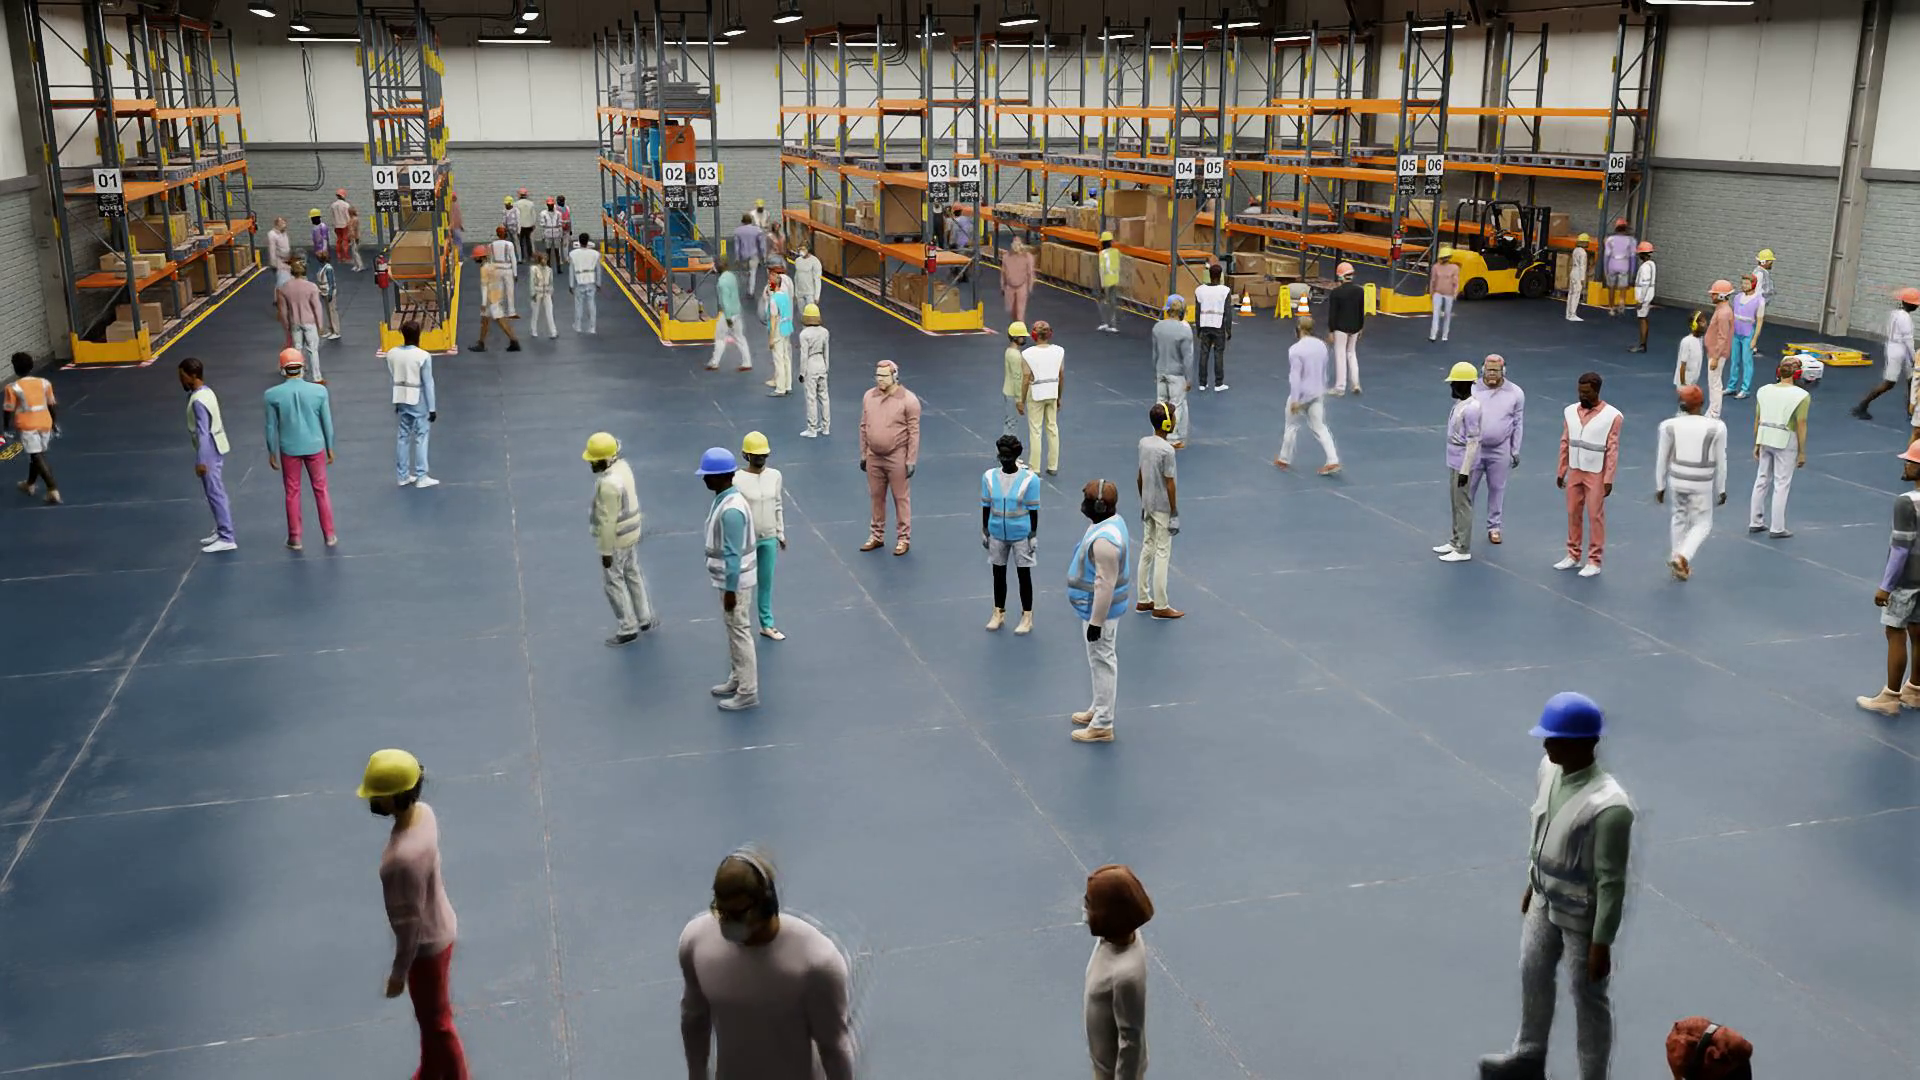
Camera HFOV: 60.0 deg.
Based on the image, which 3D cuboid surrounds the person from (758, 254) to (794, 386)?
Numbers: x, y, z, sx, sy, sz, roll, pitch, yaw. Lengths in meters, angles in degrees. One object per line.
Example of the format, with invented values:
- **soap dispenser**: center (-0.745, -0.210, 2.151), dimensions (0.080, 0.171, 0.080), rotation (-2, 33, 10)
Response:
- **person**: center (-2.864, -3.413, 25.780), dimensions (0.536, 2.000, 0.688), rotation (4, 15, 15)

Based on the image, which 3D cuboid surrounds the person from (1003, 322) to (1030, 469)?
- **person**: center (0.680, -1.747, 20.038), dimensions (0.319, 1.767, 0.534), rotation (-2, 15, -7)

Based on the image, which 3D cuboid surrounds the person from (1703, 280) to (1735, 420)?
- **person**: center (10.212, -2.511, 22.475), dimensions (0.382, 1.992, 0.622), rotation (6, 16, 22)

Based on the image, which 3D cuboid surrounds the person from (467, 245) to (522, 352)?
- **person**: center (-8.186, -4.225, 29.155), dimensions (0.923, 1.894, 0.546), rotation (-3, 15, -12)

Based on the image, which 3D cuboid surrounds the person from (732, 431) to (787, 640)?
- **person**: center (-1.646, -0.013, 13.512), dimensions (0.523, 1.769, 0.317), rotation (-12, 19, -38)

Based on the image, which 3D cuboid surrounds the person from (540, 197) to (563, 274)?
- **person**: center (-10.348, -7.726, 42.200), dimensions (0.545, 1.942, 0.354), rotation (-5, 16, -20)

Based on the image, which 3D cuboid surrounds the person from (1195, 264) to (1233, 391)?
- **person**: center (3.856, -3.233, 25.340), dimensions (0.593, 1.918, 0.391), rotation (8, 17, 28)

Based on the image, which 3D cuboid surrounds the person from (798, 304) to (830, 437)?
- **person**: center (-1.936, -2.232, 21.907), dimensions (0.305, 1.743, 0.494), rotation (13, 20, 40)

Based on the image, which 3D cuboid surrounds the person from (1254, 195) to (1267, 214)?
- **person**: center (8.388, -8.844, 46.847), dimensions (0.494, 1.723, 0.732), rotation (2, 15, 8)

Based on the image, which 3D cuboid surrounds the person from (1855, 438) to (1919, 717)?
- **person**: center (6.820, 0.259, 11.946), dimensions (0.614, 2.047, 0.357), rotation (-8, 17, -26)

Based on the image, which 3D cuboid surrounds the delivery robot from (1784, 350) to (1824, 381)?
- **delivery robot**: center (13.053, -2.694, 25.741), dimensions (0.477, 0.478, 0.707), rotation (0, 15, 1)

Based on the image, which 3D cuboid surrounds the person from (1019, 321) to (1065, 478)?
- **person**: center (0.961, -1.640, 19.481), dimensions (0.563, 1.847, 0.390), rotation (-8, 17, -26)

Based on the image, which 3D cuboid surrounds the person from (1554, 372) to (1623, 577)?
- **person**: center (5.870, -0.629, 15.567), dimensions (0.405, 1.906, 0.603), rotation (-10, 18, -34)

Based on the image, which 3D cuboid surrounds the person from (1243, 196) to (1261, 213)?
- **person**: center (8.021, -8.557, 45.721), dimensions (0.569, 1.738, 0.449), rotation (-6, 16, -23)

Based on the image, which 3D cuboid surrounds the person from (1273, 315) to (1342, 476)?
- **person**: center (4.147, -1.696, 19.659), dimensions (0.680, 1.885, 0.993), rotation (-9, 18, -32)

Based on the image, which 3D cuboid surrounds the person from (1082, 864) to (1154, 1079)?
- **person**: center (0.575, 1.979, 6.270), dimensions (0.269, 1.631, 0.509), rotation (0, 15, -1)

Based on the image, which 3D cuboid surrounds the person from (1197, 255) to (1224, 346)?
- **person**: center (4.527, -4.313, 29.946), dimensions (0.267, 1.632, 0.507), rotation (-12, 19, -38)

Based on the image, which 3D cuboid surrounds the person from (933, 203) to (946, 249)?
- **person**: center (-0.612, -8.221, 44.281), dimensions (0.506, 1.835, 0.362), rotation (-3, 15, -10)

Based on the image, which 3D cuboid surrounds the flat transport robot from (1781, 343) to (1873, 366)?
- **flat transport robot**: center (14.726, -3.168, 28.249), dimensions (0.652, 0.197, 1.431), rotation (-3, 15, -11)

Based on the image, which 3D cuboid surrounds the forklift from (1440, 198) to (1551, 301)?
- **forklift**: center (11.913, -6.508, 37.130), dimensions (2.313, 2.155, 1.214), rotation (-4, 15, -15)

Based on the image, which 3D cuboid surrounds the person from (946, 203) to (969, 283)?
- **person**: center (-0.113, -7.191, 40.233), dimensions (0.765, 1.909, 0.545), rotation (6, 16, 22)

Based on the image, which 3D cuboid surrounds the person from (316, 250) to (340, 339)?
- **person**: center (-11.712, -4.547, 30.820), dimensions (0.311, 1.639, 0.512), rotation (-10, 18, -33)

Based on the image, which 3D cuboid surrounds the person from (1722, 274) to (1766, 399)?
- **person**: center (11.648, -3.021, 24.683), dimensions (0.389, 1.843, 0.566), rotation (-5, 16, -18)

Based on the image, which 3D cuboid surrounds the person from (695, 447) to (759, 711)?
- **person**: center (-1.687, 0.274, 12.111), dimensions (0.420, 1.937, 0.610), rotation (-4, 15, -15)

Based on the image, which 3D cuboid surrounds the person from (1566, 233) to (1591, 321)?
- **person**: center (12.425, -5.272, 33.368), dimensions (0.327, 1.734, 0.486), rotation (0, 15, -1)

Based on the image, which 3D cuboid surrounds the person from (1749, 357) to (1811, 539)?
- **person**: center (8.276, -0.932, 16.842), dimensions (0.395, 1.836, 0.561), rotation (-8, 17, -27)

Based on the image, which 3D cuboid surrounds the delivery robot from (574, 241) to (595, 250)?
- **delivery robot**: center (-10.526, -8.239, 46.608), dimensions (0.477, 0.478, 0.707), rotation (-12, 19, -39)

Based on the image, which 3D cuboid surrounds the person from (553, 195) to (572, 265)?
- **person**: center (-10.669, -8.320, 44.626), dimensions (0.429, 1.846, 0.627), rotation (12, 19, 37)

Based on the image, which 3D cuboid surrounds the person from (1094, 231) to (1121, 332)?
- **person**: center (2.809, -4.915, 31.681), dimensions (0.600, 1.906, 0.521), rotation (-13, 20, -41)

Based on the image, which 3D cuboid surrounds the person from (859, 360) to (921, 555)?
- **person**: center (-0.710, -0.806, 16.227), dimensions (0.641, 1.908, 0.407), rotation (7, 17, 26)

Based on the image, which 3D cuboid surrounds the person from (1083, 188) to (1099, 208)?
- **person**: center (3.657, -8.777, 46.146), dimensions (0.615, 1.943, 0.401), rotation (11, 18, 35)

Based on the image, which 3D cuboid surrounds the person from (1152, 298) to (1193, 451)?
- **person**: center (2.676, -2.081, 20.989), dimensions (0.368, 1.927, 0.639), rotation (-12, 19, -39)

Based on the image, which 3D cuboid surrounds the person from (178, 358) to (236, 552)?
- **person**: center (-7.402, -0.850, 16.398), dimensions (0.389, 1.909, 0.595), rotation (-6, 16, -23)

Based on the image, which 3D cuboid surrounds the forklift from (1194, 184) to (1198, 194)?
- **forklift**: center (7.392, -11.333, 53.972), dimensions (1.873, 2.768, 1.129), rotation (-4, 15, -15)

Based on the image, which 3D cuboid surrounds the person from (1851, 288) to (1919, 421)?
- **person**: center (12.921, -2.543, 22.857), dimensions (1.001, 1.862, 0.537), rotation (9, 18, 32)

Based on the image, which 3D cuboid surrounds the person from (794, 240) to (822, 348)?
- **person**: center (-2.699, -4.346, 29.511), dimensions (0.627, 1.932, 0.368), rotation (14, 20, 42)

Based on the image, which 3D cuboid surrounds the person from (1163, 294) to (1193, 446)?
- **person**: center (2.770, -2.166, 21.270), dimensions (0.408, 1.942, 0.615), rotation (1, 15, 5)

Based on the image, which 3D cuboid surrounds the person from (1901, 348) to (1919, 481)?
- **person**: center (11.288, -1.614, 19.231), dimensions (0.547, 1.925, 0.390), rotation (8, 17, 27)

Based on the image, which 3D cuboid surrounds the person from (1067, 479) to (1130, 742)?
- **person**: center (0.952, 0.481, 11.511), dimensions (0.429, 1.844, 0.625), rotation (2, 15, 6)

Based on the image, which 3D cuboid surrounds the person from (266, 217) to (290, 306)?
- **person**: center (-14.542, -5.954, 35.631), dimensions (0.396, 1.899, 0.656), rotation (2, 15, 6)
